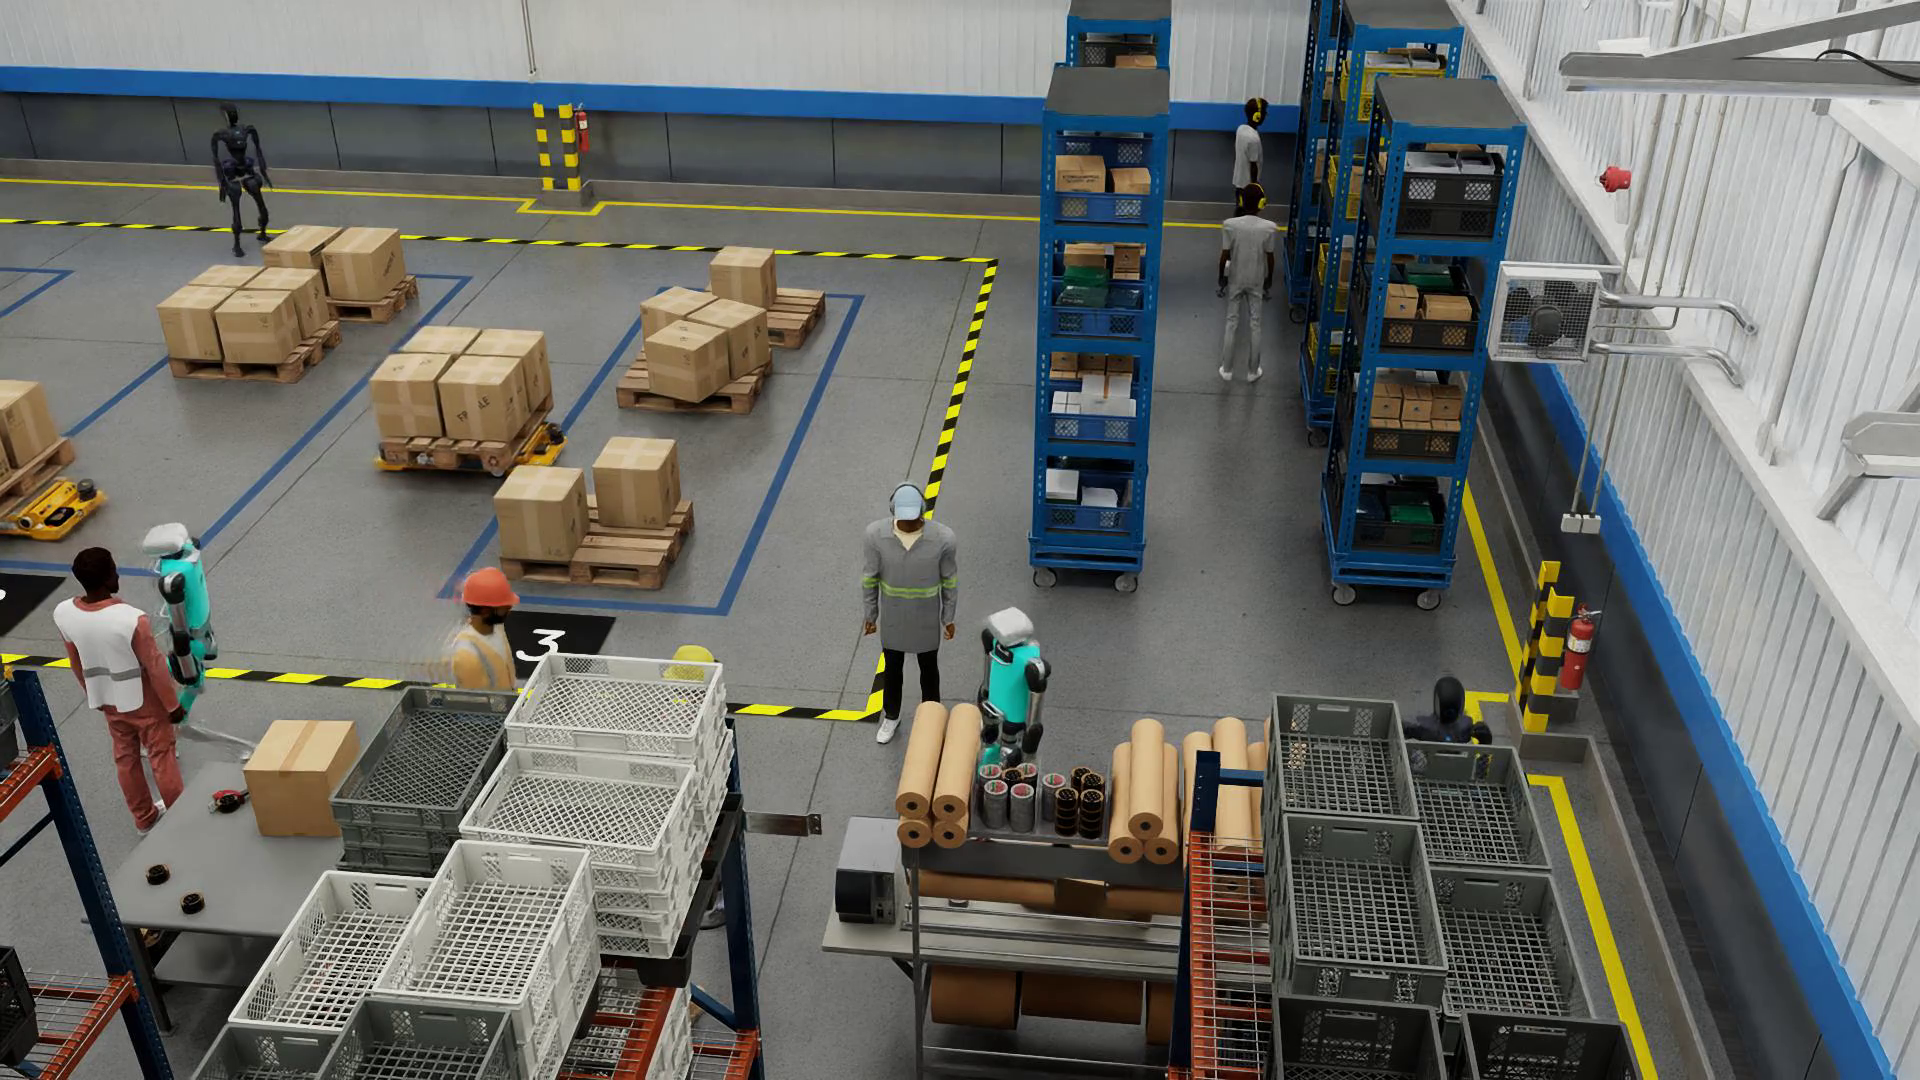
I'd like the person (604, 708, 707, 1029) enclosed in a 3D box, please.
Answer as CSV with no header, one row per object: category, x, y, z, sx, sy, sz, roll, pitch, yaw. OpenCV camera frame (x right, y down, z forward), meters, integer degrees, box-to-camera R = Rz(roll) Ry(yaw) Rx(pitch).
person,-1.530,1.587,8.203,0.598,2.035,0.404,5,31,9

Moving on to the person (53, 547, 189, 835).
person,-4.739,0.894,9.500,0.590,1.919,0.388,6,31,10

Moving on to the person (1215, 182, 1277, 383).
person,2.582,-2.322,15.078,0.517,1.865,0.335,6,31,11

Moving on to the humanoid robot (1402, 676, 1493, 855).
humanoid robot,2.527,1.423,8.842,0.611,1.640,0.554,0,30,1

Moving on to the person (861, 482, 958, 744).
person,-0.314,0.465,10.301,0.596,1.850,0.384,2,30,4

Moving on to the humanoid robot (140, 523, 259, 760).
humanoid robot,-4.809,0.708,10.036,1.046,1.757,0.554,-5,31,-8

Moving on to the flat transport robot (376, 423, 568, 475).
flat transport robot,-4.104,-0.795,14.012,1.431,0.197,0.652,3,30,6

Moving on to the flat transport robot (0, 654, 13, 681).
flat transport robot,-7.142,0.969,11.010,1.431,0.231,0.659,3,30,6

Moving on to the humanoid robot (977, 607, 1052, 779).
humanoid robot,0.100,1.289,9.115,0.724,1.899,0.542,-18,35,-28

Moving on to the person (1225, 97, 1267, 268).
person,3.029,-3.705,17.447,0.329,1.870,0.506,-7,31,-11

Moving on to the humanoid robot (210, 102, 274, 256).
humanoid robot,-7.806,-3.940,18.042,0.388,1.636,0.591,24,38,35

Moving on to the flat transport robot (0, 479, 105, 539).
flat transport robot,-7.629,-0.286,13.138,1.431,0.197,0.652,3,30,6

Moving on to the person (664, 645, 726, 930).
person,-1.367,1.309,8.935,0.308,1.768,0.522,-8,31,-13

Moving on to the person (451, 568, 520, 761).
person,-2.684,0.985,9.376,0.974,1.888,0.530,6,31,11
